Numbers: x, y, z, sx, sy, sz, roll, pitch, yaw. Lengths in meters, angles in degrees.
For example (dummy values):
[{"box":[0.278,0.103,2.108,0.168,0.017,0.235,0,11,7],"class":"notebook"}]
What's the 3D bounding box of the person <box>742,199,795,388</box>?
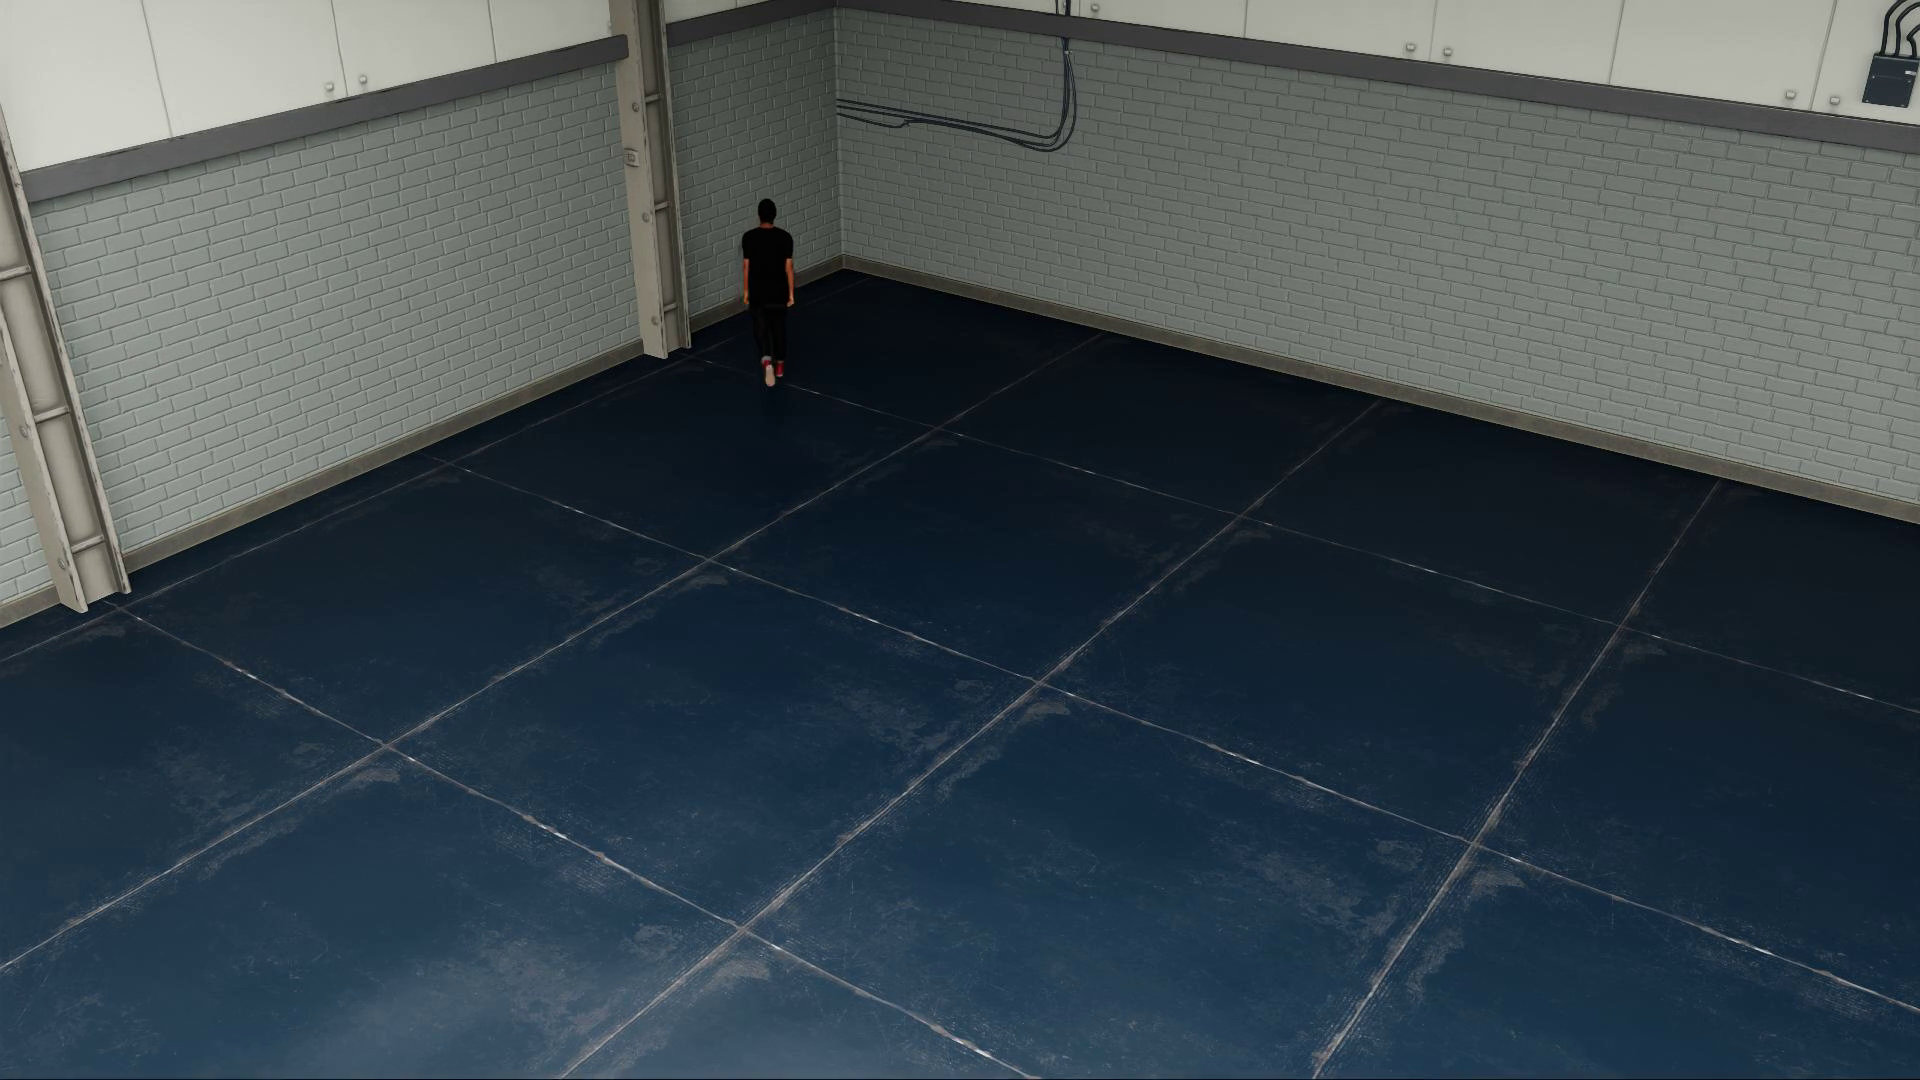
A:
[{"box":[-1.771,-2.261,15.397,1.003,1.739,1.060,-4,28,-8],"class":"person"}]
